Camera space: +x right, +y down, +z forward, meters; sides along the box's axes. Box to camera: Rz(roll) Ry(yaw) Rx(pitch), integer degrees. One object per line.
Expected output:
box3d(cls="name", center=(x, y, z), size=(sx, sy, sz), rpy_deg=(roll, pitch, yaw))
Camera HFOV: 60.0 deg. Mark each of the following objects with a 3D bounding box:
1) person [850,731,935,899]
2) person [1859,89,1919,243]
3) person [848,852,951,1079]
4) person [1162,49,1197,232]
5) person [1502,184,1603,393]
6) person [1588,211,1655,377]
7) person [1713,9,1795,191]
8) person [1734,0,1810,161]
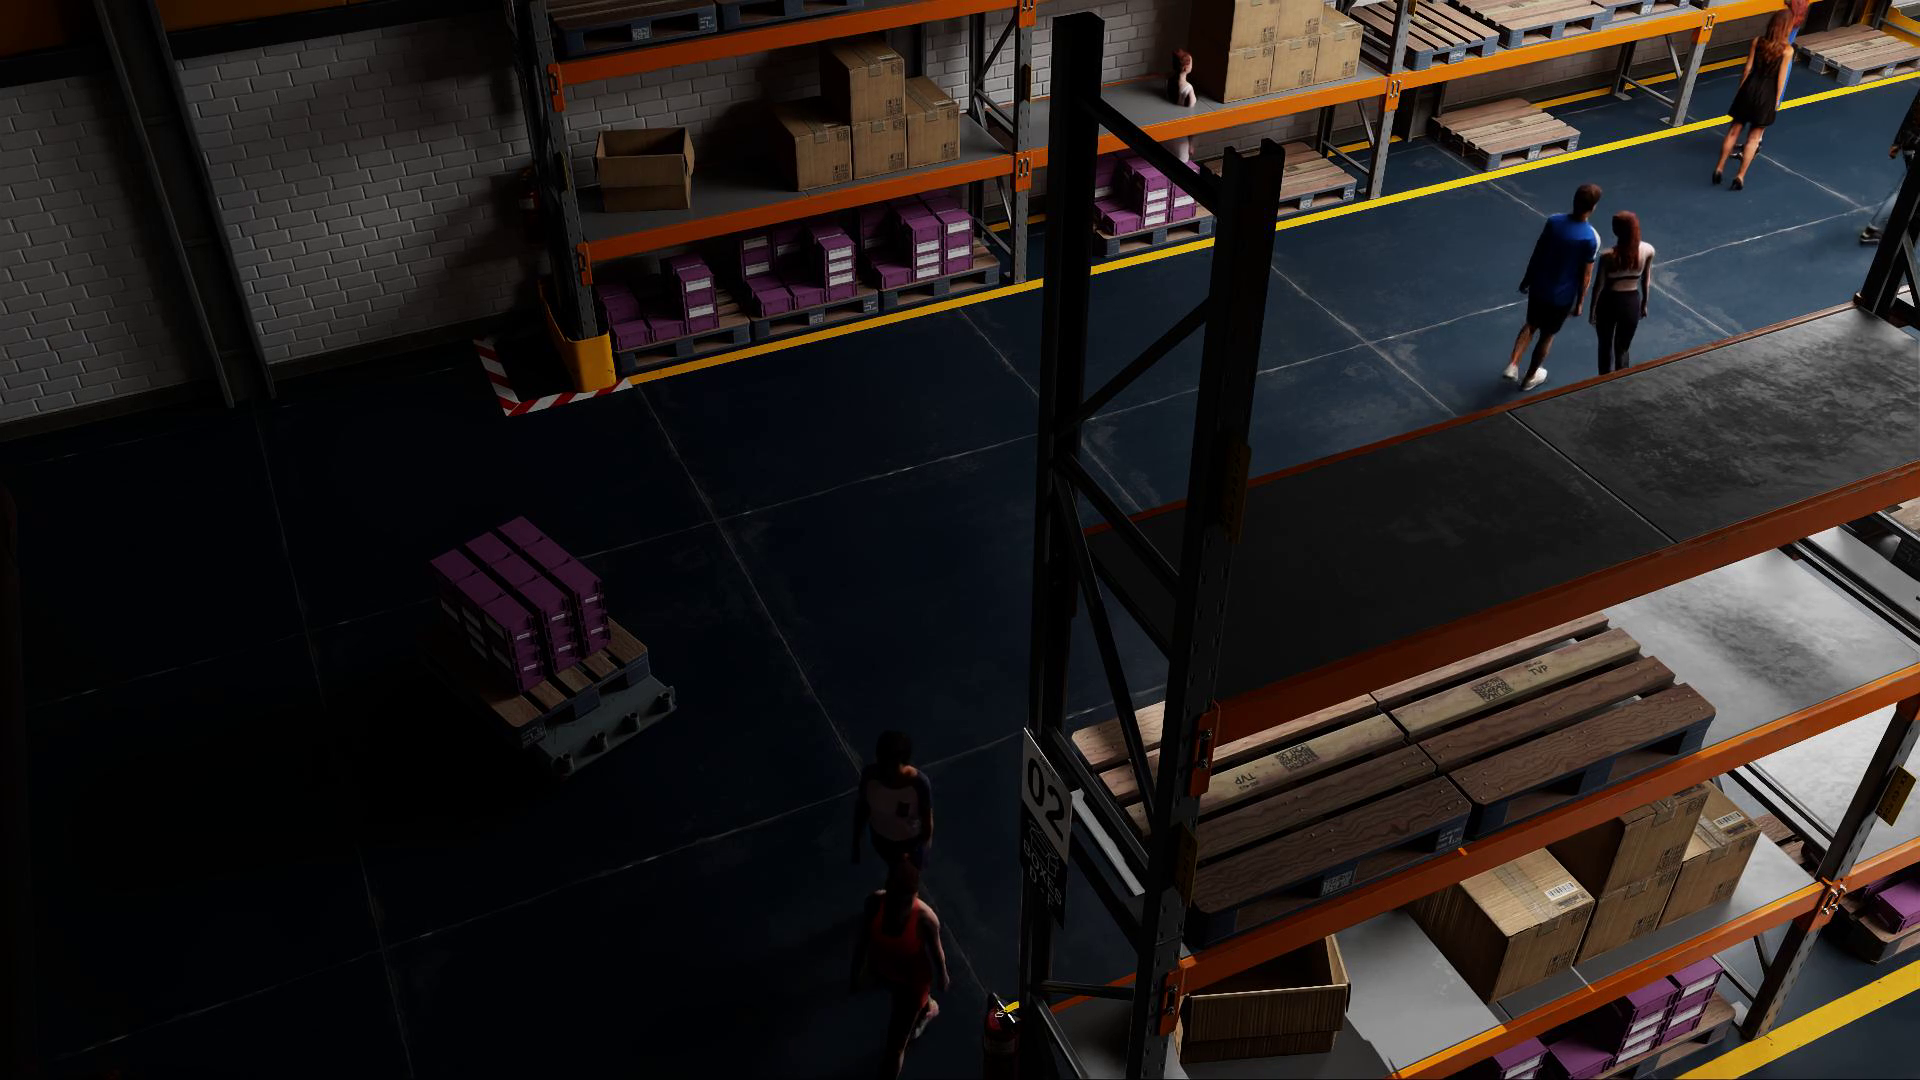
box3d(cls="person", center=(-0.325, 1.572, 9.248), size=(0.882, 1.536, 0.949), rpy_deg=(15, 41, 17))
box3d(cls="person", center=(8.882, -3.576, 15.506), size=(1.084, 1.770, 0.696), rpy_deg=(-15, 41, -18))
box3d(cls="person", center=(-0.252, 2.144, 8.409), size=(1.052, 1.689, 1.247), rpy_deg=(21, 43, 24))
box3d(cls="person", center=(2.035, -3.786, 15.755), size=(0.518, 1.787, 0.552), rpy_deg=(-17, 42, -20))
box3d(cls="person", center=(4.750, -1.993, 13.461), size=(0.858, 1.849, 0.944), rpy_deg=(29, 47, 31))
box3d(cls="person", center=(5.263, -1.778, 13.294), size=(1.016, 1.722, 1.000), rpy_deg=(6, 39, 8))
box3d(cls="person", center=(7.835, -4.326, 16.399), size=(0.656, 1.829, 0.647), rpy_deg=(29, 47, 31))
box3d(cls="person", center=(8.293, -4.760, 16.942), size=(0.765, 1.829, 0.665), rpy_deg=(23, 44, 26))
